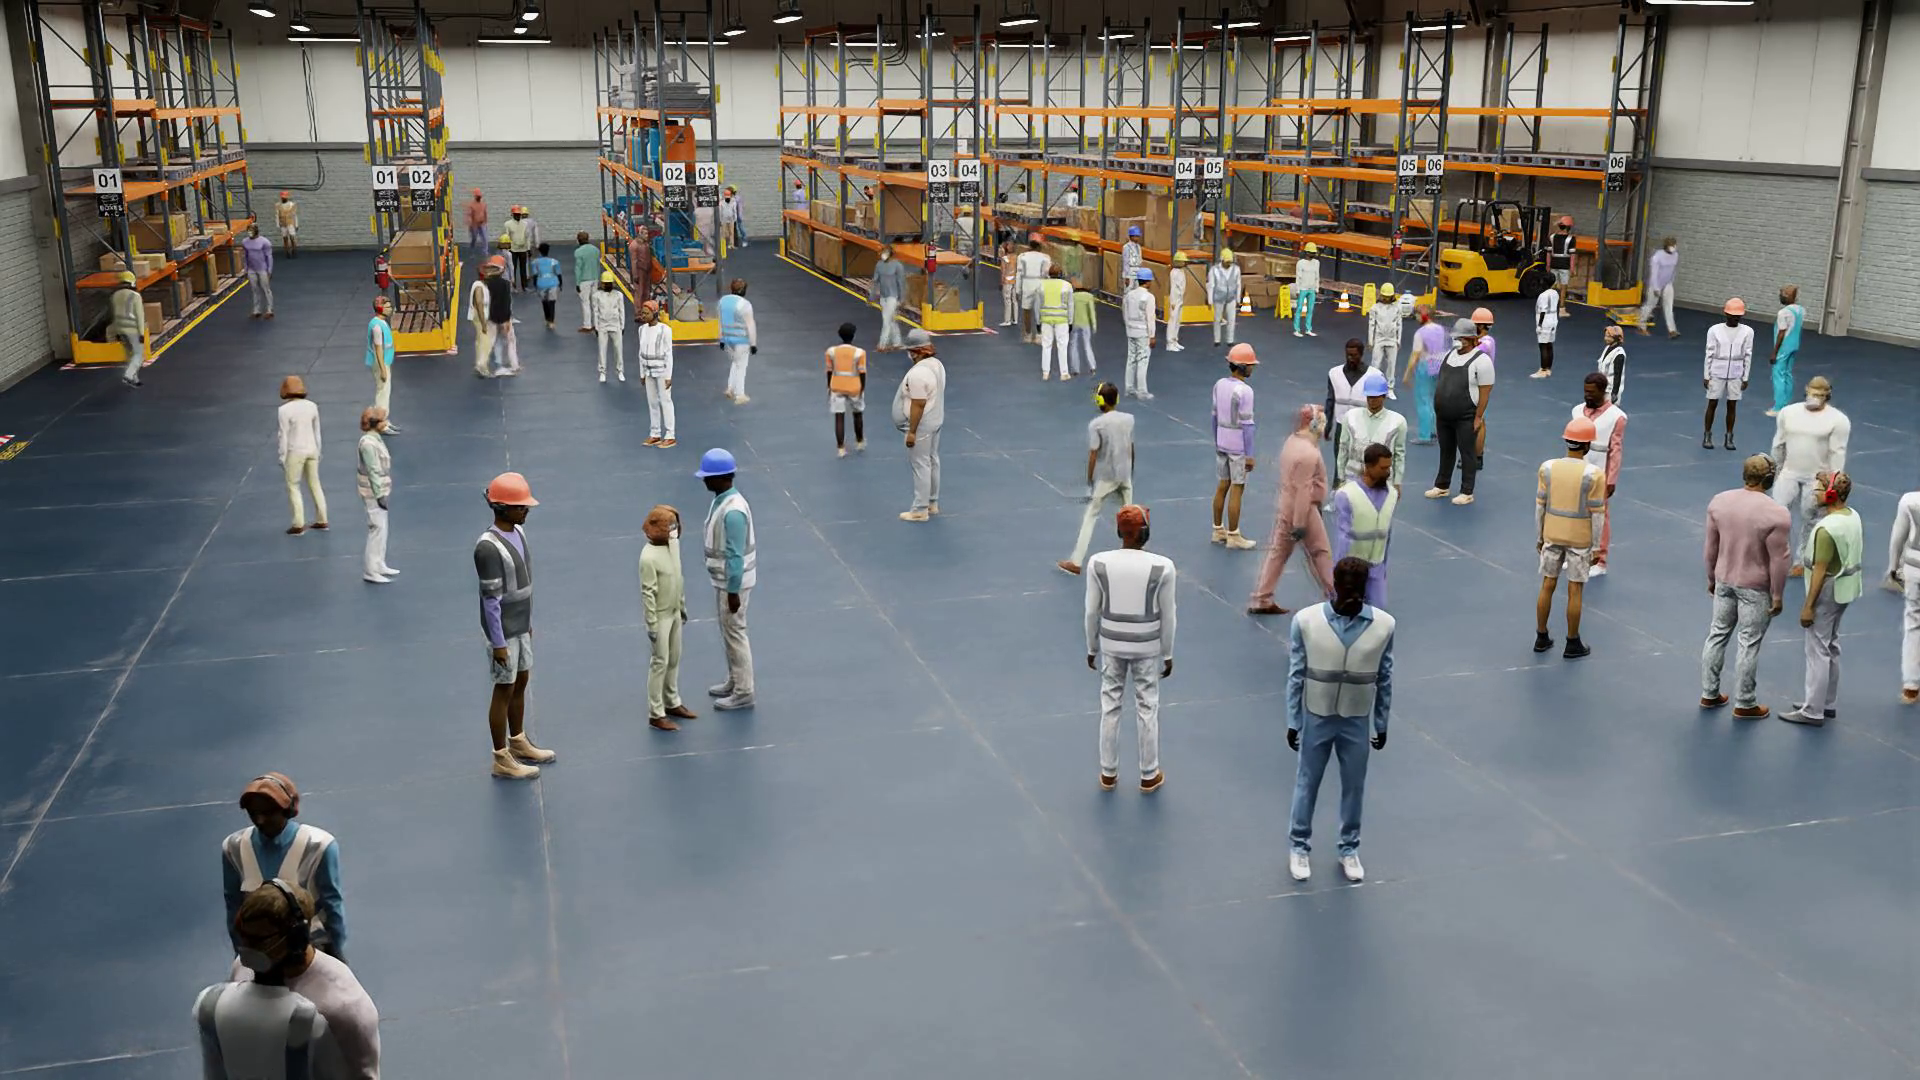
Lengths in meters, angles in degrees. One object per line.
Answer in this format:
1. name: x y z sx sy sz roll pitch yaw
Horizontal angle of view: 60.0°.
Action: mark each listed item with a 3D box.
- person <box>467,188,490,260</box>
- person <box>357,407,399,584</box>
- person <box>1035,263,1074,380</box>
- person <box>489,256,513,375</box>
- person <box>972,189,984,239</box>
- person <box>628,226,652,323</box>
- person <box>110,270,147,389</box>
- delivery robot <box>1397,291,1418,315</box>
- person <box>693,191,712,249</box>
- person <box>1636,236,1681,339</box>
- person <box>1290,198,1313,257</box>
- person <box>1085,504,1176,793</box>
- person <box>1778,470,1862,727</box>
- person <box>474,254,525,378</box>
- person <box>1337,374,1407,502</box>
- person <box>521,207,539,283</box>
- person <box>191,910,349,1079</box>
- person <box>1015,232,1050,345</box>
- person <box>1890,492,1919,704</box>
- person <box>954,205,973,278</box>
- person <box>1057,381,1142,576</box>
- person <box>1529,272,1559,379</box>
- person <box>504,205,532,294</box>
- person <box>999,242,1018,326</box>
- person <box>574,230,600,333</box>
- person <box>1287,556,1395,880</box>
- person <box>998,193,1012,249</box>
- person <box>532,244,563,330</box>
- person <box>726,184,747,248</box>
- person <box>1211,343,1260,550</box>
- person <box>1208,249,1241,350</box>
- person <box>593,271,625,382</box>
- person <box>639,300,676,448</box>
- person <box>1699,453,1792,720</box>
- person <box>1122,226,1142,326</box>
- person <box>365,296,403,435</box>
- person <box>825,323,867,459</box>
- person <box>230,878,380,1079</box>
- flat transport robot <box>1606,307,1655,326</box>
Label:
1. person: -13.354 -8.723 45.930 0.627 1.964 0.908 -14 20 -42
2. person: -5.372 -0.419 15.309 0.317 1.627 0.526 -2 15 -9
3. person: 1.499 -3.447 26.288 0.623 1.845 0.430 4 15 16
4. person: -7.458 -3.619 26.792 0.378 1.916 0.597 -6 16 -21
5. person: 0.587 -10.072 51.615 0.499 1.635 0.287 10 18 33
6. person: -6.313 -5.289 33.131 0.401 1.897 0.649 5 16 17
7. person: -12.726 -3.198 25.432 0.616 1.808 0.630 6 16 22
8. delivery robot: 9.064 -4.804 33.682 0.477 0.478 0.707 6 16 21
9. person: -7.079 -8.666 45.548 0.674 2.000 0.536 0 15 1
10. person: 13.058 -4.697 30.912 0.632 1.878 0.995 -5 16 -18
11. person: 8.910 -8.002 43.318 0.636 1.903 0.405 10 18 33
12. person: 1.083 0.698 10.616 0.574 1.881 0.357 4 15 15
13. person: 6.146 0.416 11.767 0.384 1.836 0.564 14 20 42
14. person: -7.393 -3.556 26.485 0.602 1.963 0.955 6 16 22
15. person: 3.740 -0.553 15.194 0.602 1.949 0.390 6 16 21
16. person: -10.574 -7.178 40.433 0.606 1.781 0.920 -7 16 -23
17. person: -2.199 2.051 5.527 0.577 1.882 0.365 4 15 15
18. person: 1.314 -4.531 30.023 0.640 2.036 0.672 0 15 1
19. person: 7.156 0.269 12.258 0.595 1.857 0.631 9 17 31
20. person: 0.149 -7.377 41.146 0.594 1.812 0.795 -4 15 -14
21. person: 1.336 -0.558 15.464 0.692 1.834 0.506 -7 16 -25
22. person: 9.305 -3.410 26.428 0.322 1.697 0.533 13 20 40
23. person: -10.104 -6.652 38.056 0.611 1.996 0.379 -13 19 -39
24. person: 0.965 -5.005 32.546 0.309 1.638 0.511 12 19 39
25. person: -7.068 -4.903 31.603 0.373 1.931 0.632 9 17 31
26. person: 2.146 0.999 9.437 0.595 1.910 0.385 1 15 3
27. person: 1.275 -9.299 48.598 0.532 1.686 0.360 -10 18 -33
28. person: -7.956 -4.895 32.121 0.546 1.638 0.923 -2 15 -8
29. person: -6.699 -9.694 49.744 0.610 1.878 0.990 7 16 25
30. person: 2.730 -0.922 16.402 0.381 2.041 0.616 -6 16 -23
31. person: 4.688 -4.247 29.440 0.610 1.778 0.828 -1 15 -4
32. person: -5.506 -3.353 26.147 0.485 1.735 0.332 -4 15 -14
33. person: -3.875 -2.115 21.217 0.576 1.879 0.356 11 18 35
34. person: 5.613 0.327 11.901 0.372 1.940 0.629 -9 17 -31
35. person: 3.375 -5.153 32.507 0.391 1.948 0.605 9 17 31
36. person: -7.652 -2.300 21.994 0.387 1.837 0.560 -4 15 -14
37. person: -1.396 -1.879 20.726 0.547 1.655 0.828 2 15 7
38. person: -2.175 2.018 5.538 0.631 1.940 0.372 8 17 28
39. flat transport robot: 13.325 -4.444 33.050 0.652 0.197 1.431 3 15 10
